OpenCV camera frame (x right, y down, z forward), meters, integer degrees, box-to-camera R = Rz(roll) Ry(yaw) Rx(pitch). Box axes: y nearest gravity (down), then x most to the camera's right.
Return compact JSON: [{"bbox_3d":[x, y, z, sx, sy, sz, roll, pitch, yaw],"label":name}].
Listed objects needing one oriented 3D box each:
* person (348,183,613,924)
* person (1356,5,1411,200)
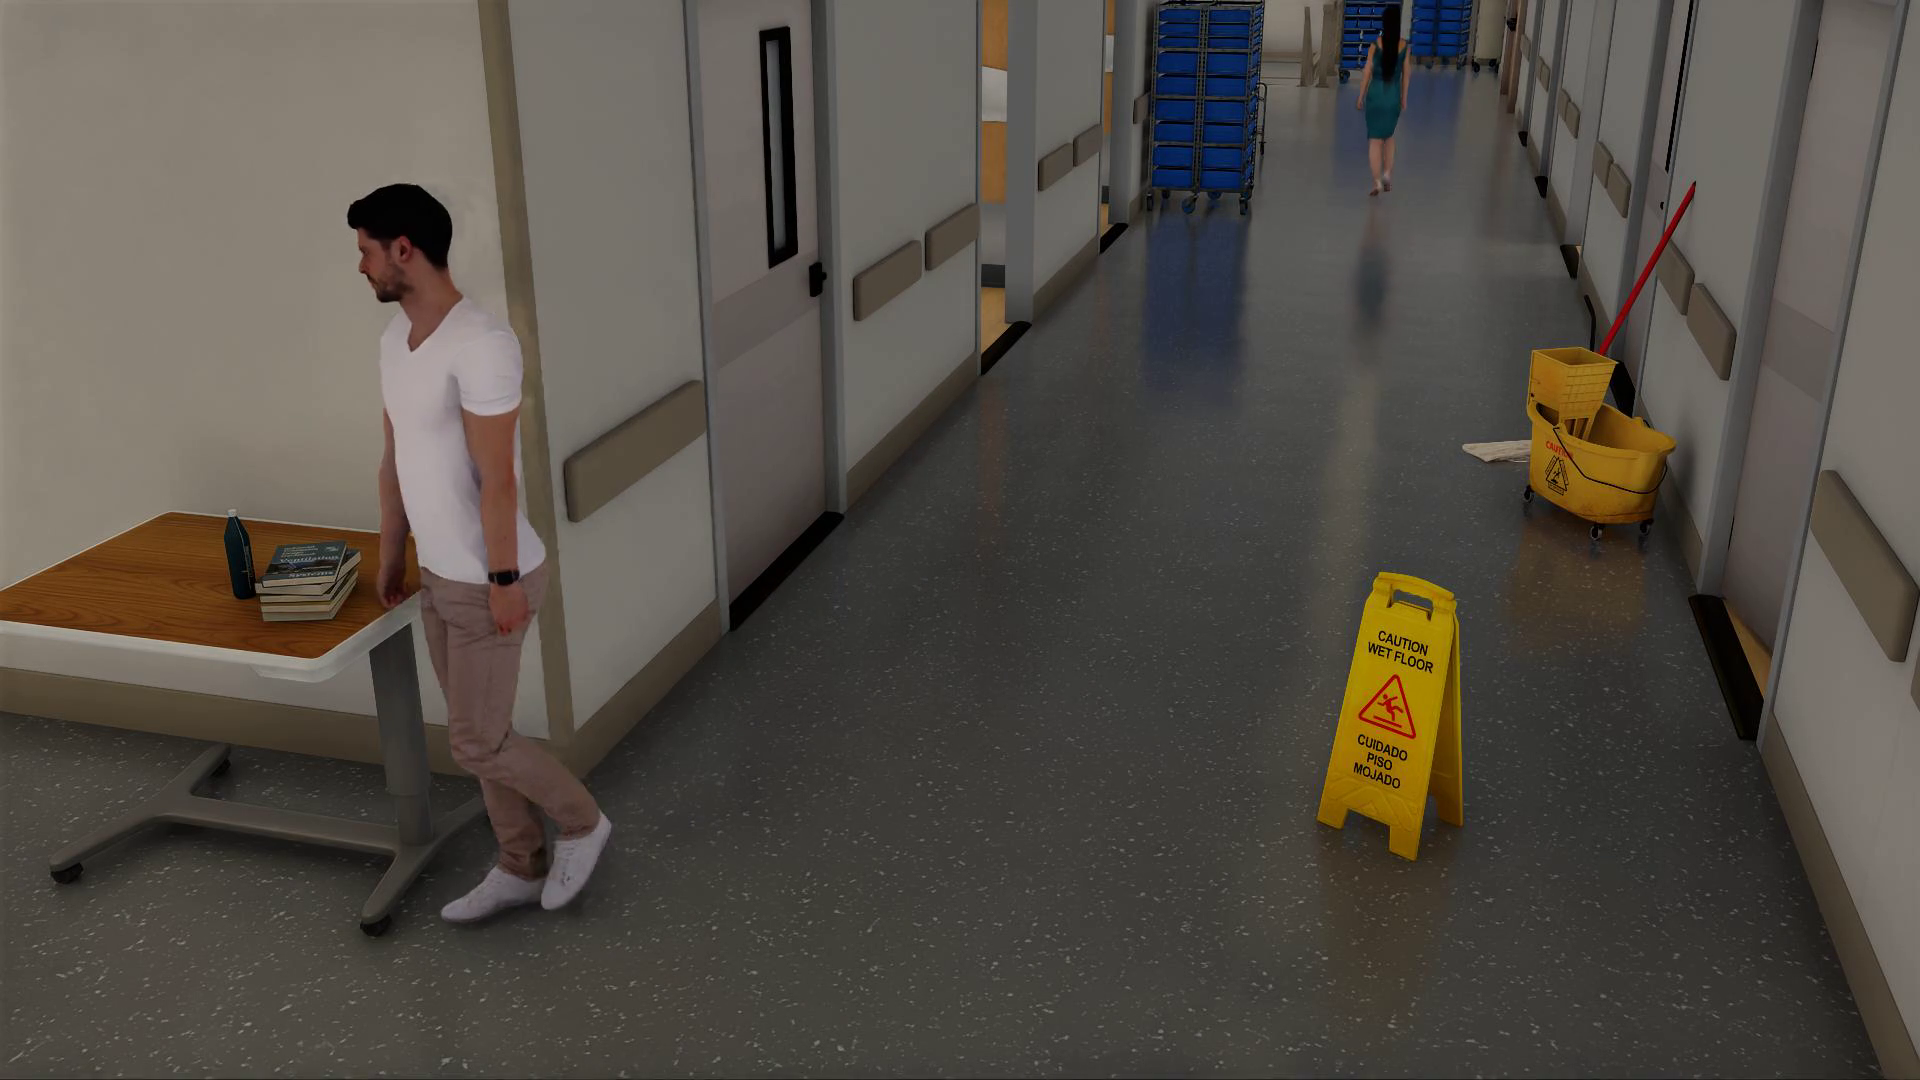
[{"bbox_3d":[-1.146,0.059,4.174,0.857,1.861,0.896,19,28,40],"label":"person"},{"bbox_3d":[3.810,-3.897,14.876,0.660,1.678,0.688,-3,21,-7],"label":"person"}]
